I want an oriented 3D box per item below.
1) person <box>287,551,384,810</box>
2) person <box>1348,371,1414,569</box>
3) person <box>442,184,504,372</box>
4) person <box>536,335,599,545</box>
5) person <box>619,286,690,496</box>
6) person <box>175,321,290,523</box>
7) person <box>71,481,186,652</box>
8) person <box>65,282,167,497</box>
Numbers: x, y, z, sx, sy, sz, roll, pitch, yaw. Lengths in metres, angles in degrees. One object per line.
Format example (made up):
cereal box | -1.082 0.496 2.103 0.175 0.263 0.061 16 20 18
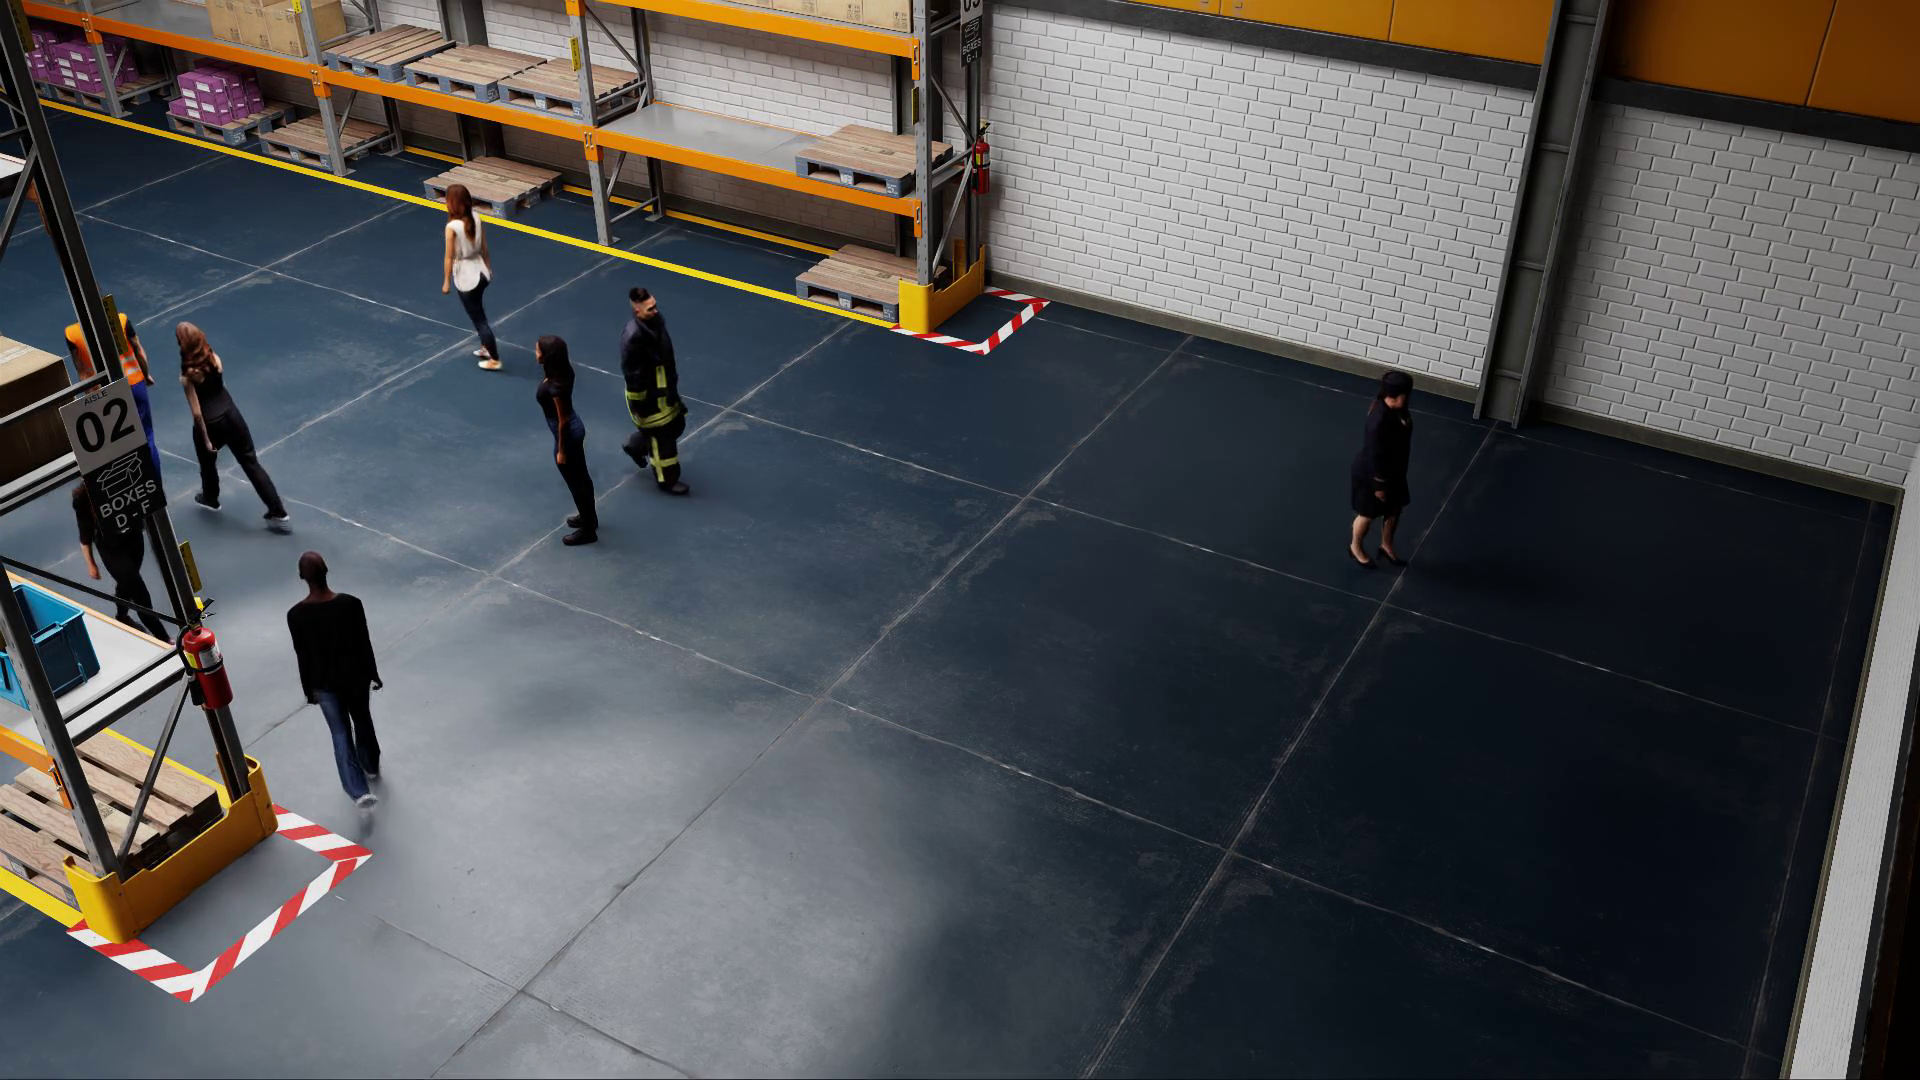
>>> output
person | -3.779 0.889 10.163 0.956 1.724 1.086 -12 35 -17
person | 3.052 -0.518 12.338 0.751 1.658 0.748 21 39 28
person | -4.311 -2.322 14.950 0.683 1.771 0.646 12 35 17
person | -2.976 -0.769 12.644 0.684 1.738 0.658 -1 34 -1
person | -2.518 -1.214 13.220 0.975 1.842 0.891 8 34 11
person | -5.621 -0.854 12.808 1.165 1.698 0.581 17 37 23
person | -5.845 0.042 11.496 1.124 1.657 0.634 16 37 23
person | -6.597 -1.140 13.110 1.103 1.840 1.304 -16 37 -22
